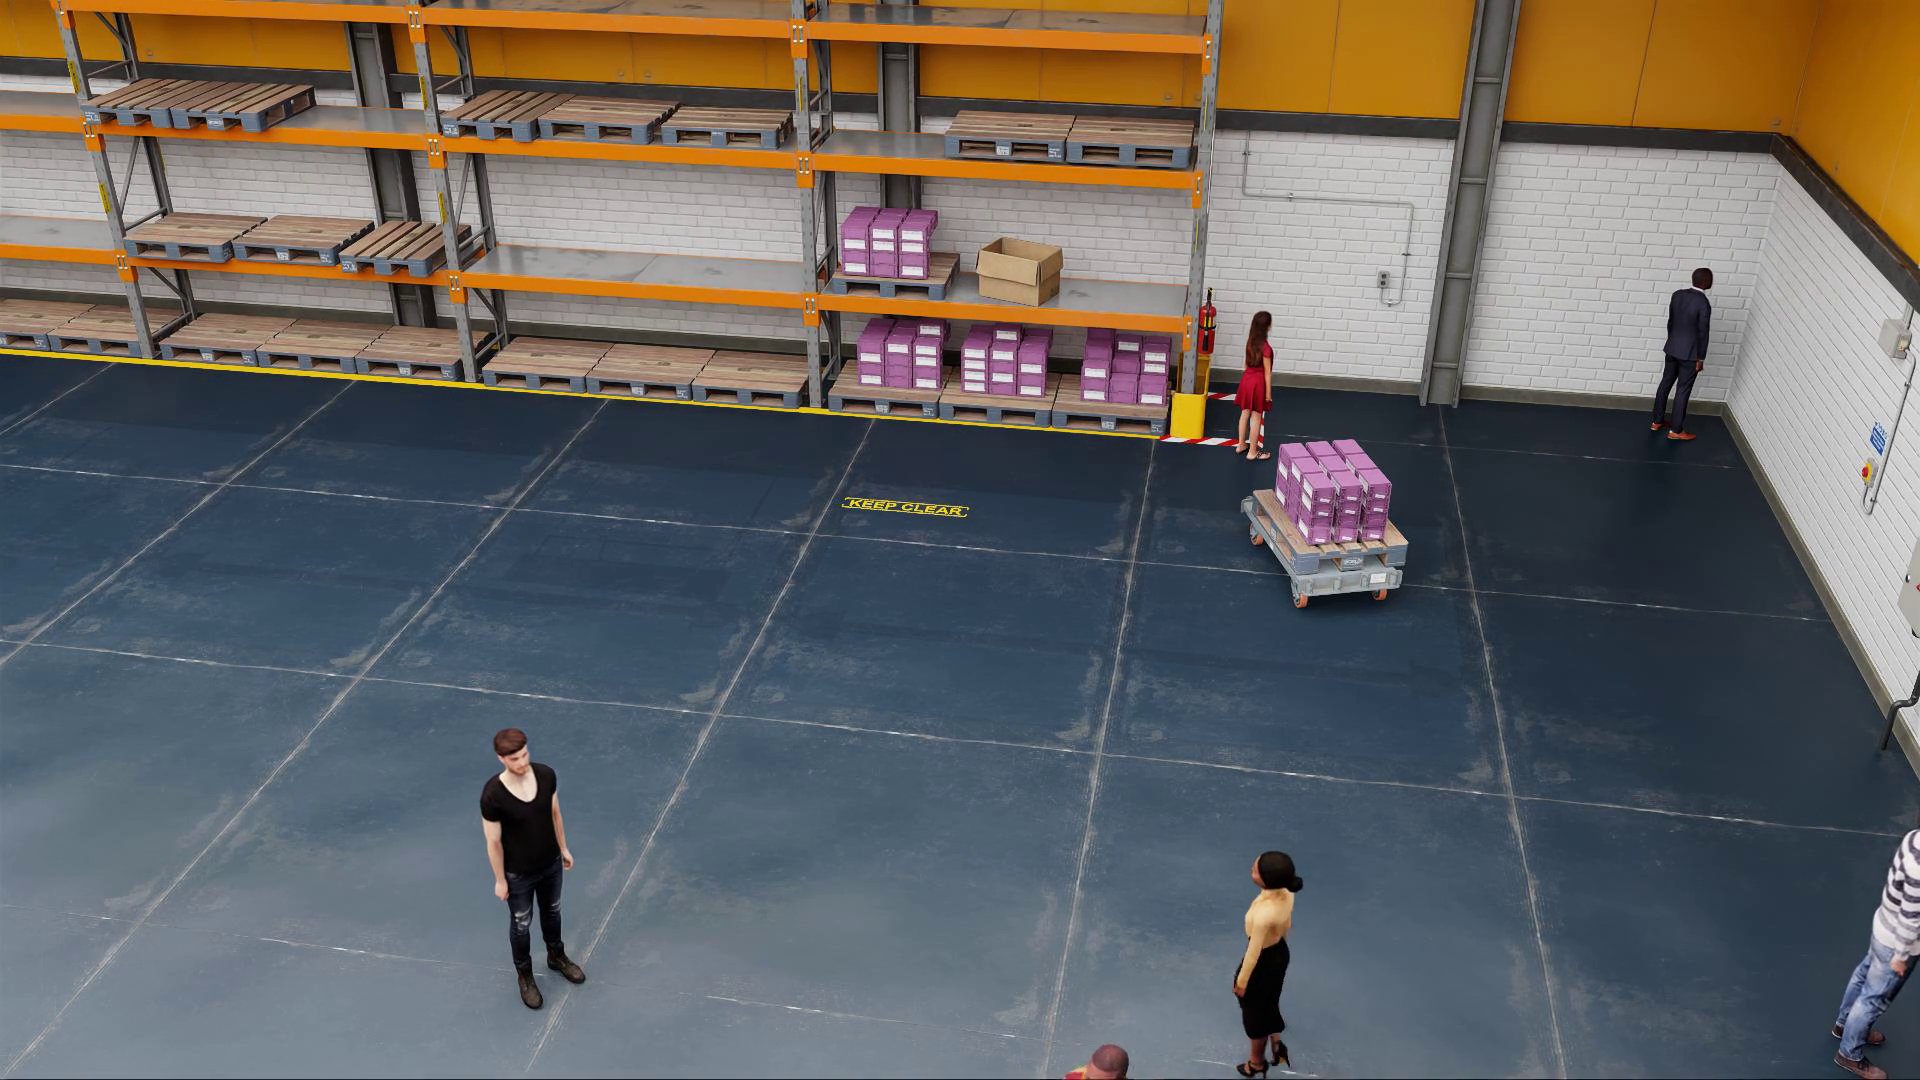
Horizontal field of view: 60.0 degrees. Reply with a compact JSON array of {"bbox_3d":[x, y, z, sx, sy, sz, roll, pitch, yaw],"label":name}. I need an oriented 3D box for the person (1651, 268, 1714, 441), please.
[{"bbox_3d":[7.459,-1.934,17.115,0.785,1.824,0.786,-9,30,-17],"label":"person"}]

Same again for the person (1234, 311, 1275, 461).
[{"bbox_3d":[2.979,-1.567,16.728,0.739,1.551,0.680,-14,32,-24],"label":"person"}]

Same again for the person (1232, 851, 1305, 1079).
[{"bbox_3d":[1.773,2.426,9.308,0.755,1.647,0.710,17,33,29],"label":"person"}]

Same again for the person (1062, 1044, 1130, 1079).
[{"bbox_3d":[0.745,3.058,8.039,1.188,1.753,1.207,-24,37,-37],"label":"person"}]

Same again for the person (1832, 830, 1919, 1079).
[{"bbox_3d":[5.334,2.226,9.459,0.642,1.853,0.703,14,32,24],"label":"person"}]

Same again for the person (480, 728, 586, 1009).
[{"bbox_3d":[-2.587,1.920,9.974,0.780,1.897,0.760,26,38,38],"label":"person"}]
